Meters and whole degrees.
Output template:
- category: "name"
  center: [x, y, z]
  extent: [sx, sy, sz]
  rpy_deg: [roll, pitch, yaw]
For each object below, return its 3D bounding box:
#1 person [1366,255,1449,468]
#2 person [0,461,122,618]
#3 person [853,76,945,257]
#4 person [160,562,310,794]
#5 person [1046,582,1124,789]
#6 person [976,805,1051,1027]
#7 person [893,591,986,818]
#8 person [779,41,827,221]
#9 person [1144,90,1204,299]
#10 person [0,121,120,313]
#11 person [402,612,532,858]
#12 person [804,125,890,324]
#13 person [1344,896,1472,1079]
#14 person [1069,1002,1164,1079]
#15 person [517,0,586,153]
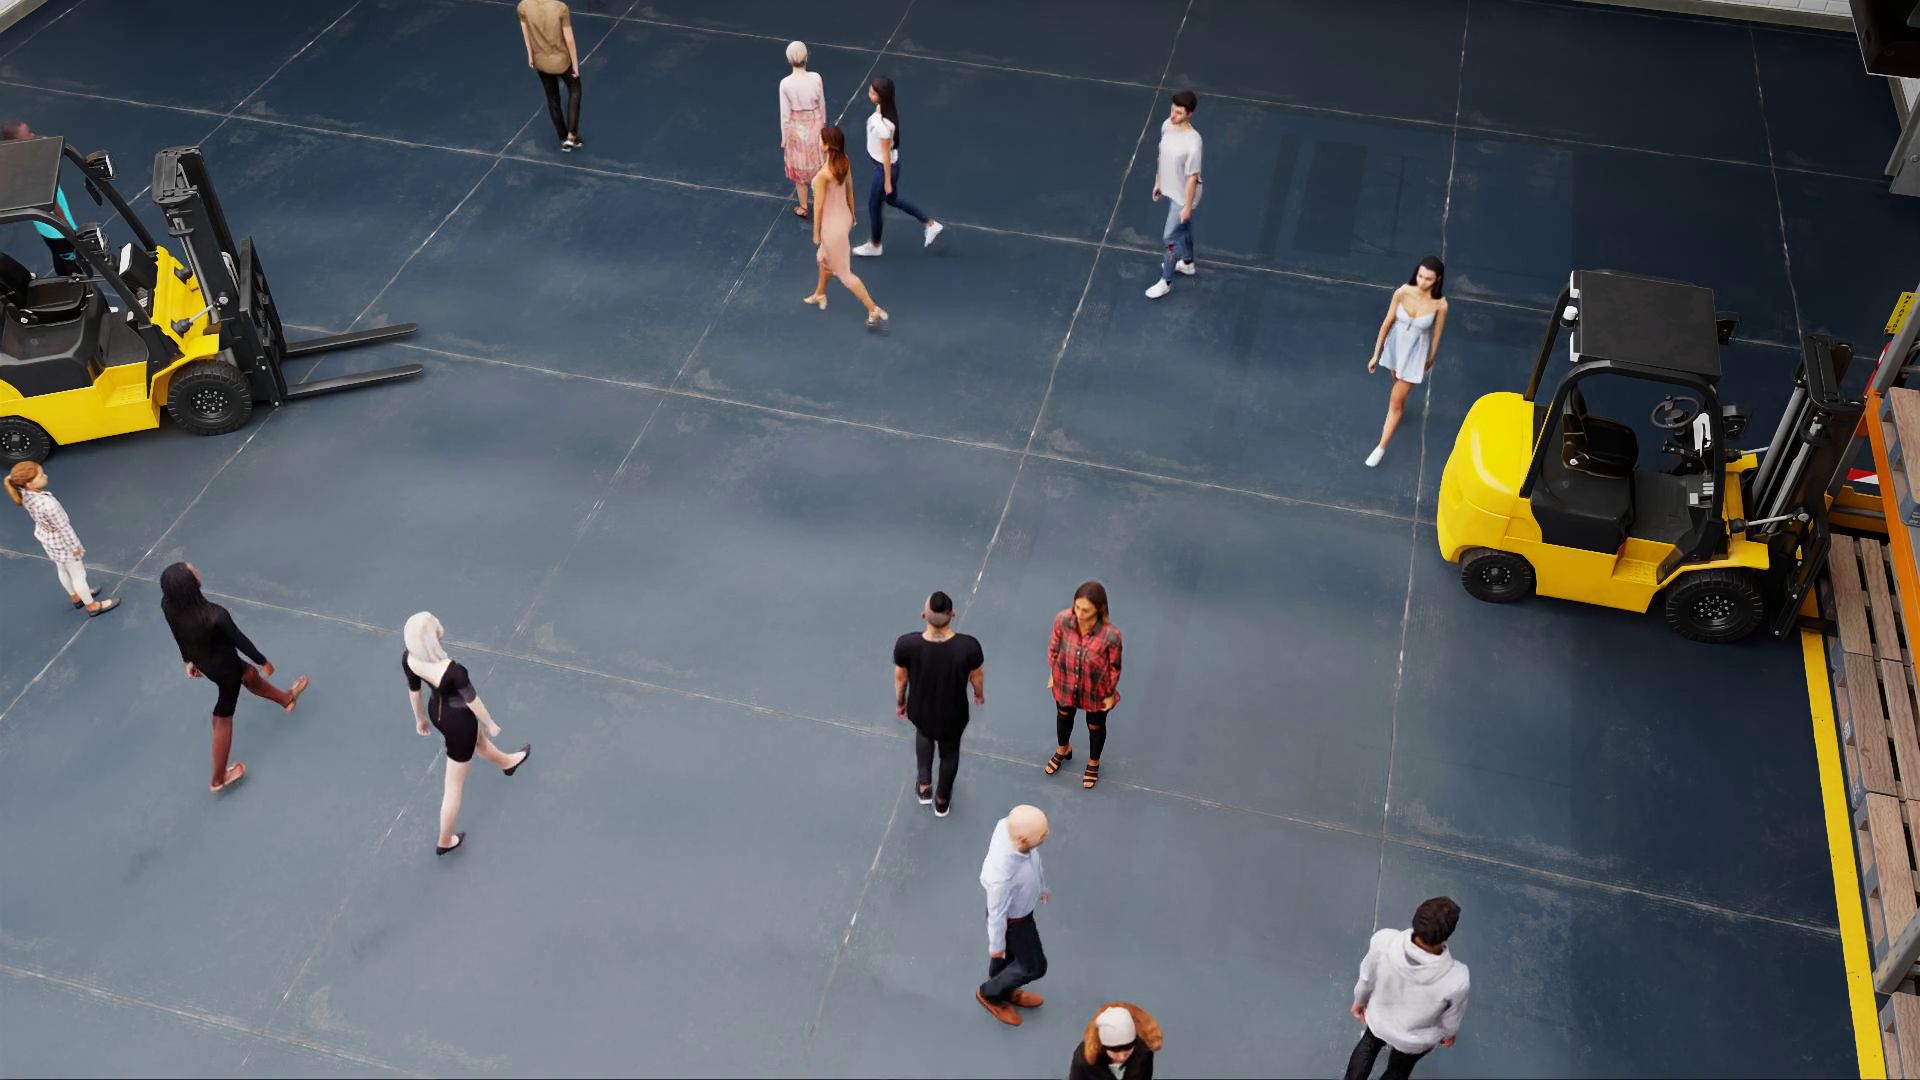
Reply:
- category: "person"
  center: [3.405, -1.458, 12.600]
  extent: [0.817, 1.680, 1.242]
  rpy_deg: [22, 48, 22]
- category: "person"
  center: [-6.160, -0.012, 11.351]
  extent: [0.590, 1.310, 0.594]
  rpy_deg: [28, 50, 26]
- category: "person"
  center: [-0.537, -3.189, 14.366]
  extent: [0.852, 1.750, 1.047]
  rpy_deg: [-2, 44, -2]
- category: "person"
  center: [-4.581, 0.851, 10.187]
  extent: [0.774, 1.664, 1.234]
  rpy_deg: [17, 46, 17]
- category: "person"
  center: [0.757, 0.875, 10.135]
  extent: [0.660, 1.702, 0.618]
  rpy_deg: [19, 47, 19]
- category: "person"
  center: [0.200, 1.986, 8.917]
  extent: [0.713, 1.774, 0.569]
  rpy_deg: [9, 44, 9]
- category: "person"
  center: [-0.126, 1.025, 9.866]
  extent: [0.714, 1.856, 0.665]
  rpy_deg: [4, 44, 4]
- category: "person"
  center: [-1.383, -3.650, 14.890]
  extent: [0.696, 1.695, 0.742]
  rpy_deg: [-16, 46, -16]
- category: "person"
  center: [1.899, -2.968, 14.052]
  extent: [0.983, 1.864, 0.944]
  rpy_deg: [-11, 45, -11]
- category: "person"
  center: [-7.498, -2.623, 13.729]
  extent: [0.673, 1.810, 0.663]
  rpy_deg: [32, 52, 29]
- category: "person"
  center: [-3.018, 1.167, 9.778]
  extent: [0.766, 1.773, 1.224]
  rpy_deg: [19, 47, 19]
- category: "person"
  center: [-0.952, -2.523, 13.635]
  extent: [0.832, 1.795, 1.078]
  rpy_deg: [21, 48, 21]
- category: "person"
  center: [2.183, 2.459, 8.319]
  extent: [0.864, 1.915, 0.990]
  rpy_deg: [26, 50, 25]
- category: "person"
  center: [0.707, 2.726, 8.268]
  extent: [0.909, 1.597, 1.108]
  rpy_deg: [-8, 44, -9]
- category: "person"
  center: [-3.849, -4.463, 15.638]
  extent: [0.754, 1.841, 0.791]
  rpy_deg: [2, 44, 2]
